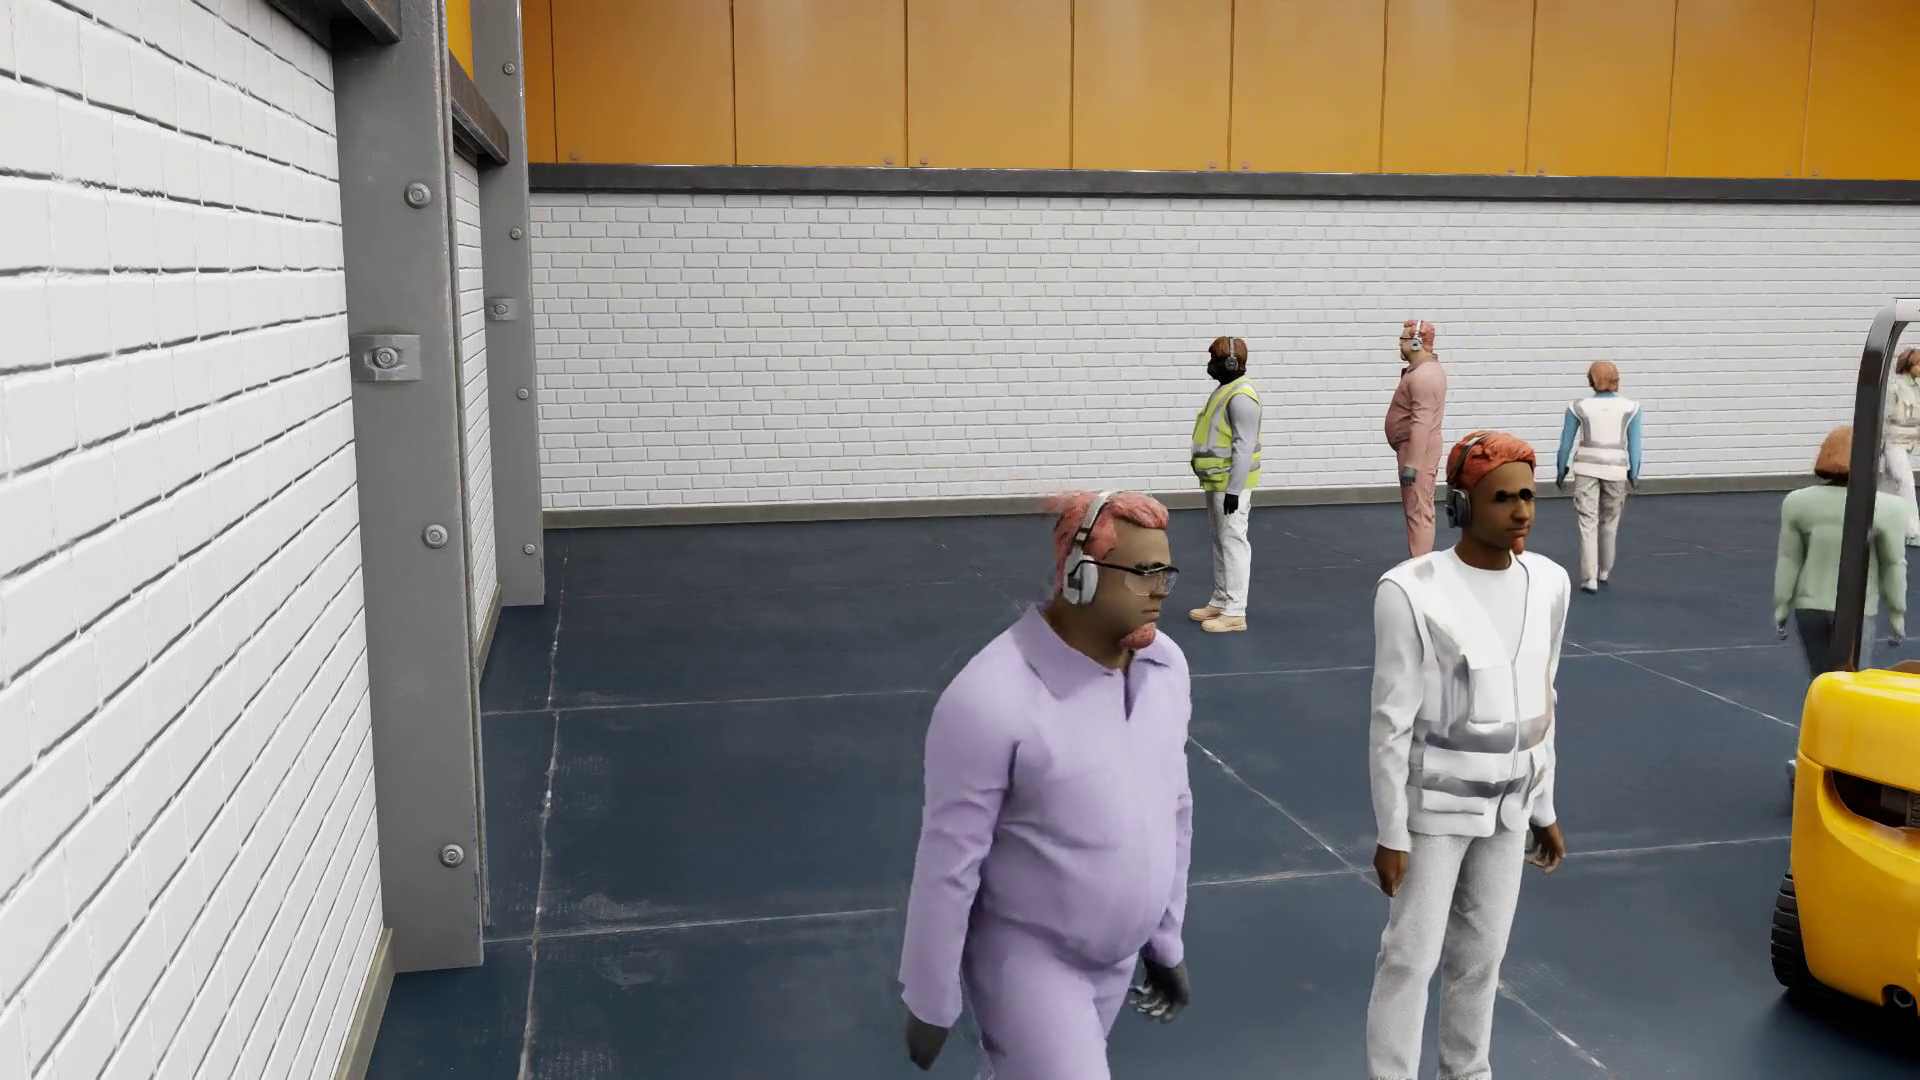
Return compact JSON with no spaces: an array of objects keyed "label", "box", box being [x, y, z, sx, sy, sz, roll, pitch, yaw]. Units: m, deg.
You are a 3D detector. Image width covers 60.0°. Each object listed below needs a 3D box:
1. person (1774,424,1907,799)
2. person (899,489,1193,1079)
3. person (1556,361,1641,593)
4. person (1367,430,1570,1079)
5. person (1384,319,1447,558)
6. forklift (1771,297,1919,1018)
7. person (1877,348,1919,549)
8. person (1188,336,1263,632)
[{"label":"person","box":[3.727,0.308,7.112,0.746,1.610,0.503,-8,12,-39]},{"label":"person","box":[0.157,0.808,3.328,0.914,1.864,0.647,7,12,38]},{"label":"person","box":[4.493,-0.456,11.745,0.541,1.602,0.705,2,10,12]},{"label":"person","box":[1.240,0.672,4.062,0.575,1.882,0.360,-4,10,-26]},{"label":"person","box":[3.162,-0.579,11.610,0.403,1.911,0.637,4,10,21]},{"label":"forklift","box":[3.542,0.334,5.177,2.313,2.155,1.214,-9,13,-43]},{"label":"person","box":[7.690,-0.730,13.425,0.534,1.606,0.767,-6,11,-33]},{"label":"person","box":[1.659,-0.351,10.423,0.429,1.844,0.624,0,9,-3]}]
